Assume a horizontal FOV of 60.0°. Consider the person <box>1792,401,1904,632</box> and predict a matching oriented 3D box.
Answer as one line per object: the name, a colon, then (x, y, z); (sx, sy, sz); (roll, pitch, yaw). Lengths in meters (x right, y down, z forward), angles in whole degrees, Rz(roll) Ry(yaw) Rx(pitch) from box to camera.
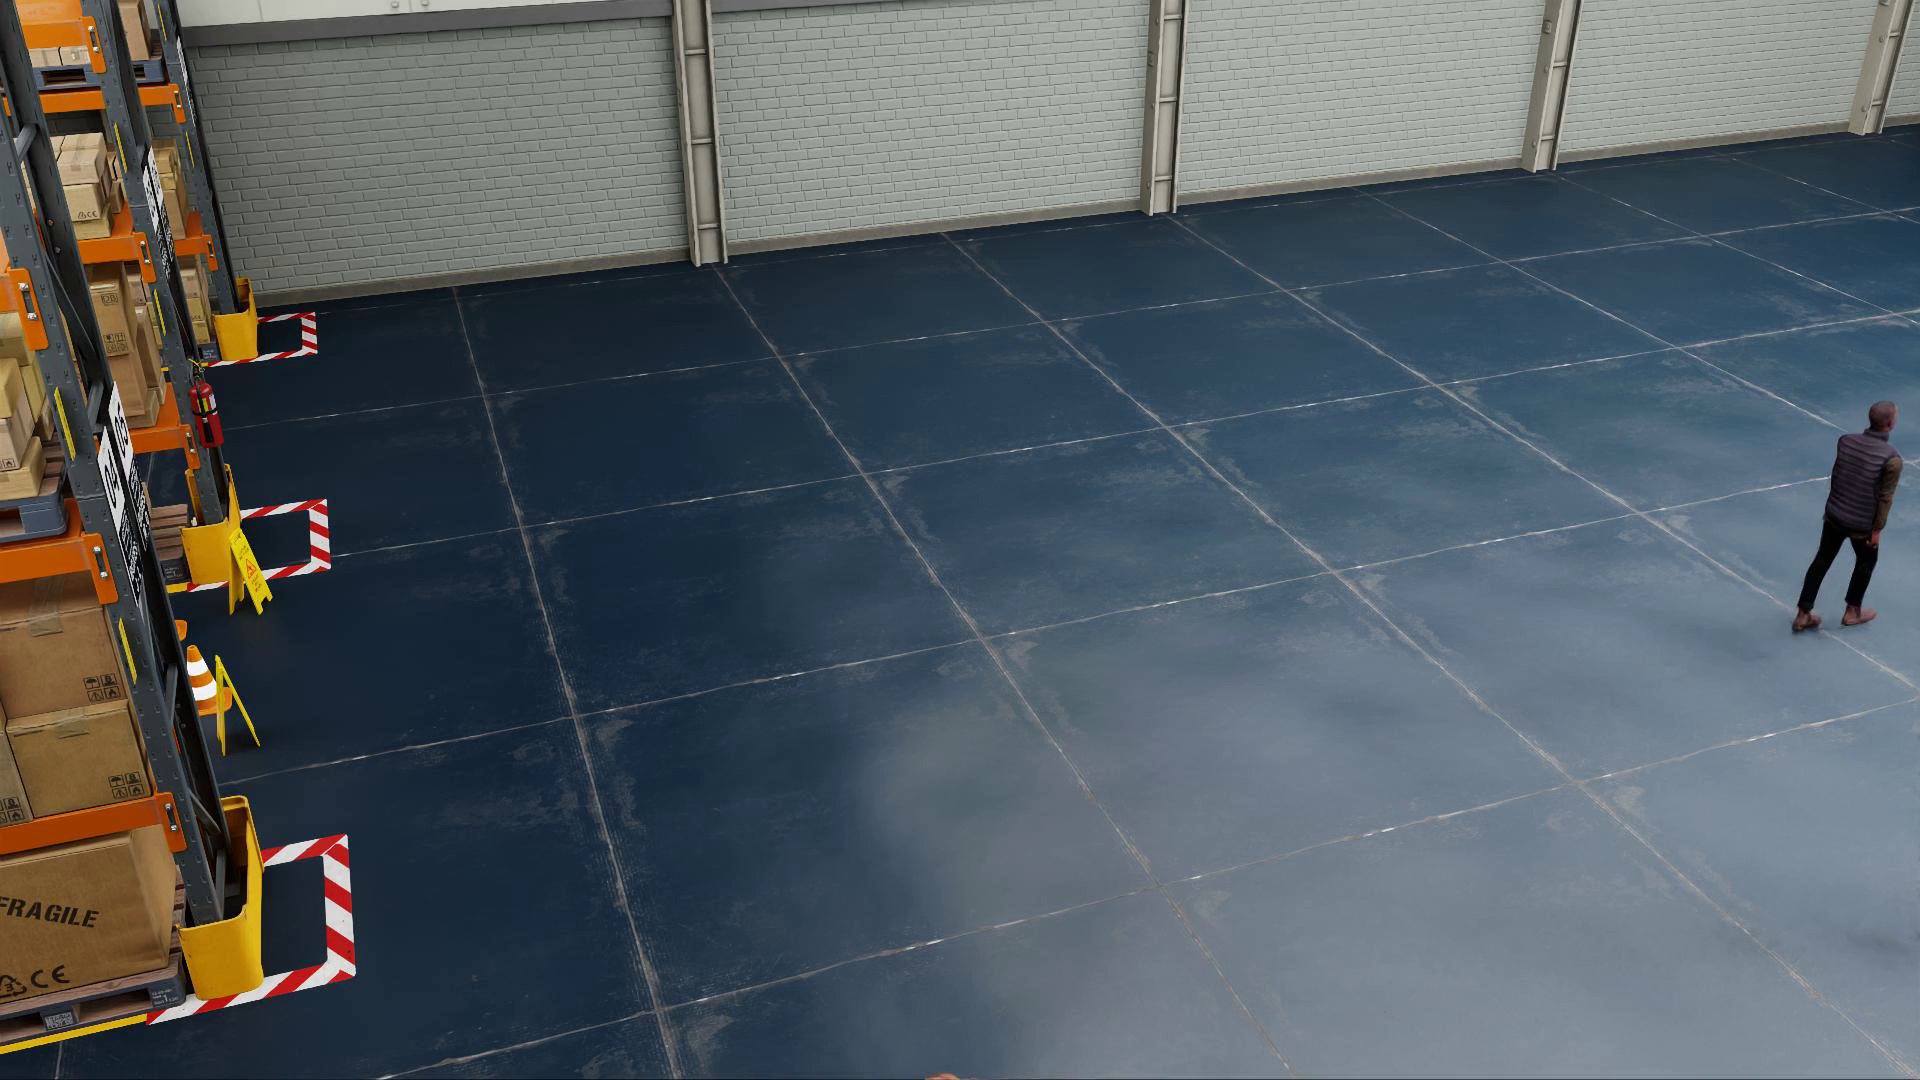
person: (6.407, -0.127, 12.076); (0.920, 1.807, 0.753); (-12, 30, -21)
